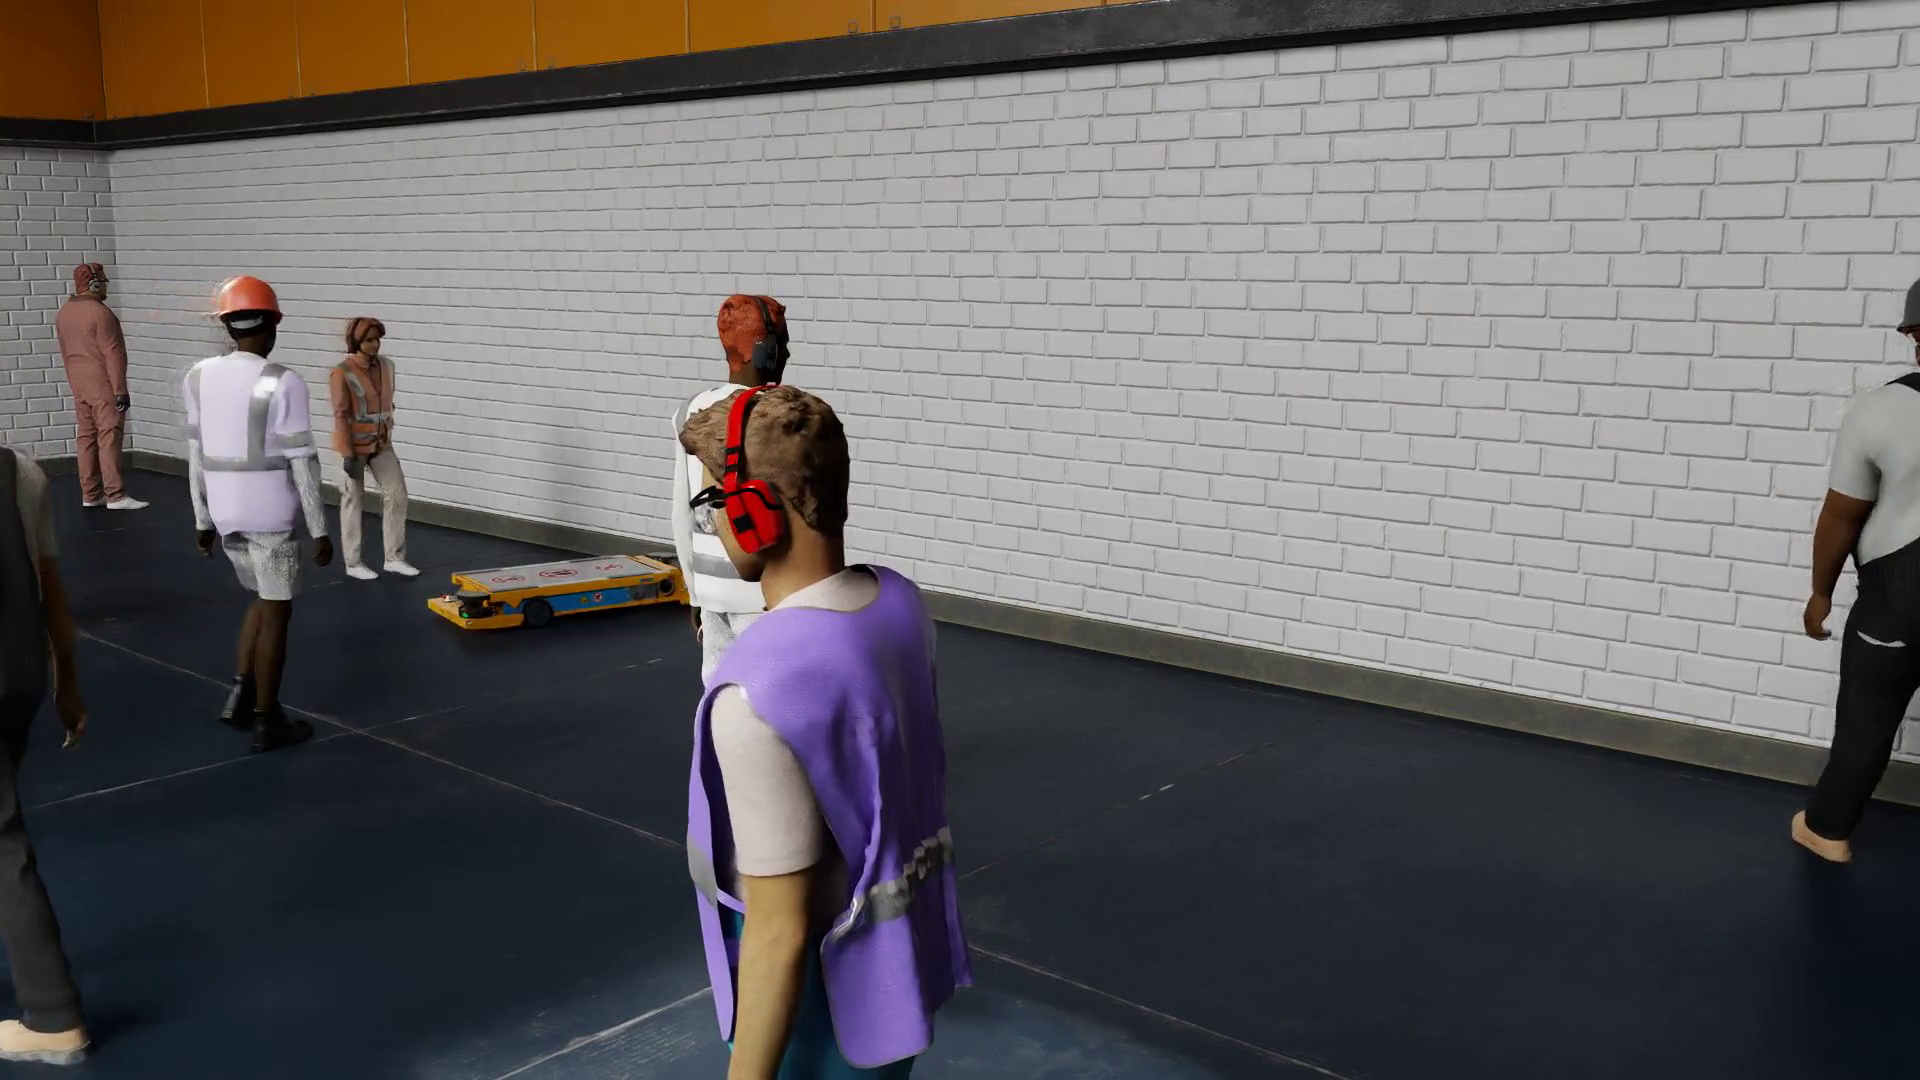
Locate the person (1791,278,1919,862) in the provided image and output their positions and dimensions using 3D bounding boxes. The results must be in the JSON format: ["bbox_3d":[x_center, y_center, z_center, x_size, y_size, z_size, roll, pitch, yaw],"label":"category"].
[{"bbox_3d":[3.018,0.098,5.223,0.718,2.000,0.874,1,10,5],"label":"person"}]

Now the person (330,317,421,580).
[{"bbox_3d":[-3.547,-0.537,10.040,0.585,1.607,0.546,5,11,26],"label":"person"}]

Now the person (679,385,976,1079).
[{"bbox_3d":[-0.190,0.698,2.388,0.393,1.836,0.563,3,10,18],"label":"person"}]

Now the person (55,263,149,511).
[{"bbox_3d":[-6.639,-1.176,12.859,0.643,1.909,0.410,6,11,29],"label":"person"}]

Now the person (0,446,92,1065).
[{"bbox_3d":[-2.554,0.401,4.157,0.878,1.804,0.531,3,10,18],"label":"person"}]

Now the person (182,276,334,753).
[{"bbox_3d":[-2.797,-0.095,6.689,0.591,1.907,0.415,4,11,21],"label":"person"}]

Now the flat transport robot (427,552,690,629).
[{"bbox_3d":[-2.163,0.269,9.286,1.431,0.197,0.652,-7,12,-34],"label":"flat transport robot"}]

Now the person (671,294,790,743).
[{"bbox_3d":[-0.651,0.184,5.175,0.584,1.882,0.337,9,13,41],"label":"person"}]
